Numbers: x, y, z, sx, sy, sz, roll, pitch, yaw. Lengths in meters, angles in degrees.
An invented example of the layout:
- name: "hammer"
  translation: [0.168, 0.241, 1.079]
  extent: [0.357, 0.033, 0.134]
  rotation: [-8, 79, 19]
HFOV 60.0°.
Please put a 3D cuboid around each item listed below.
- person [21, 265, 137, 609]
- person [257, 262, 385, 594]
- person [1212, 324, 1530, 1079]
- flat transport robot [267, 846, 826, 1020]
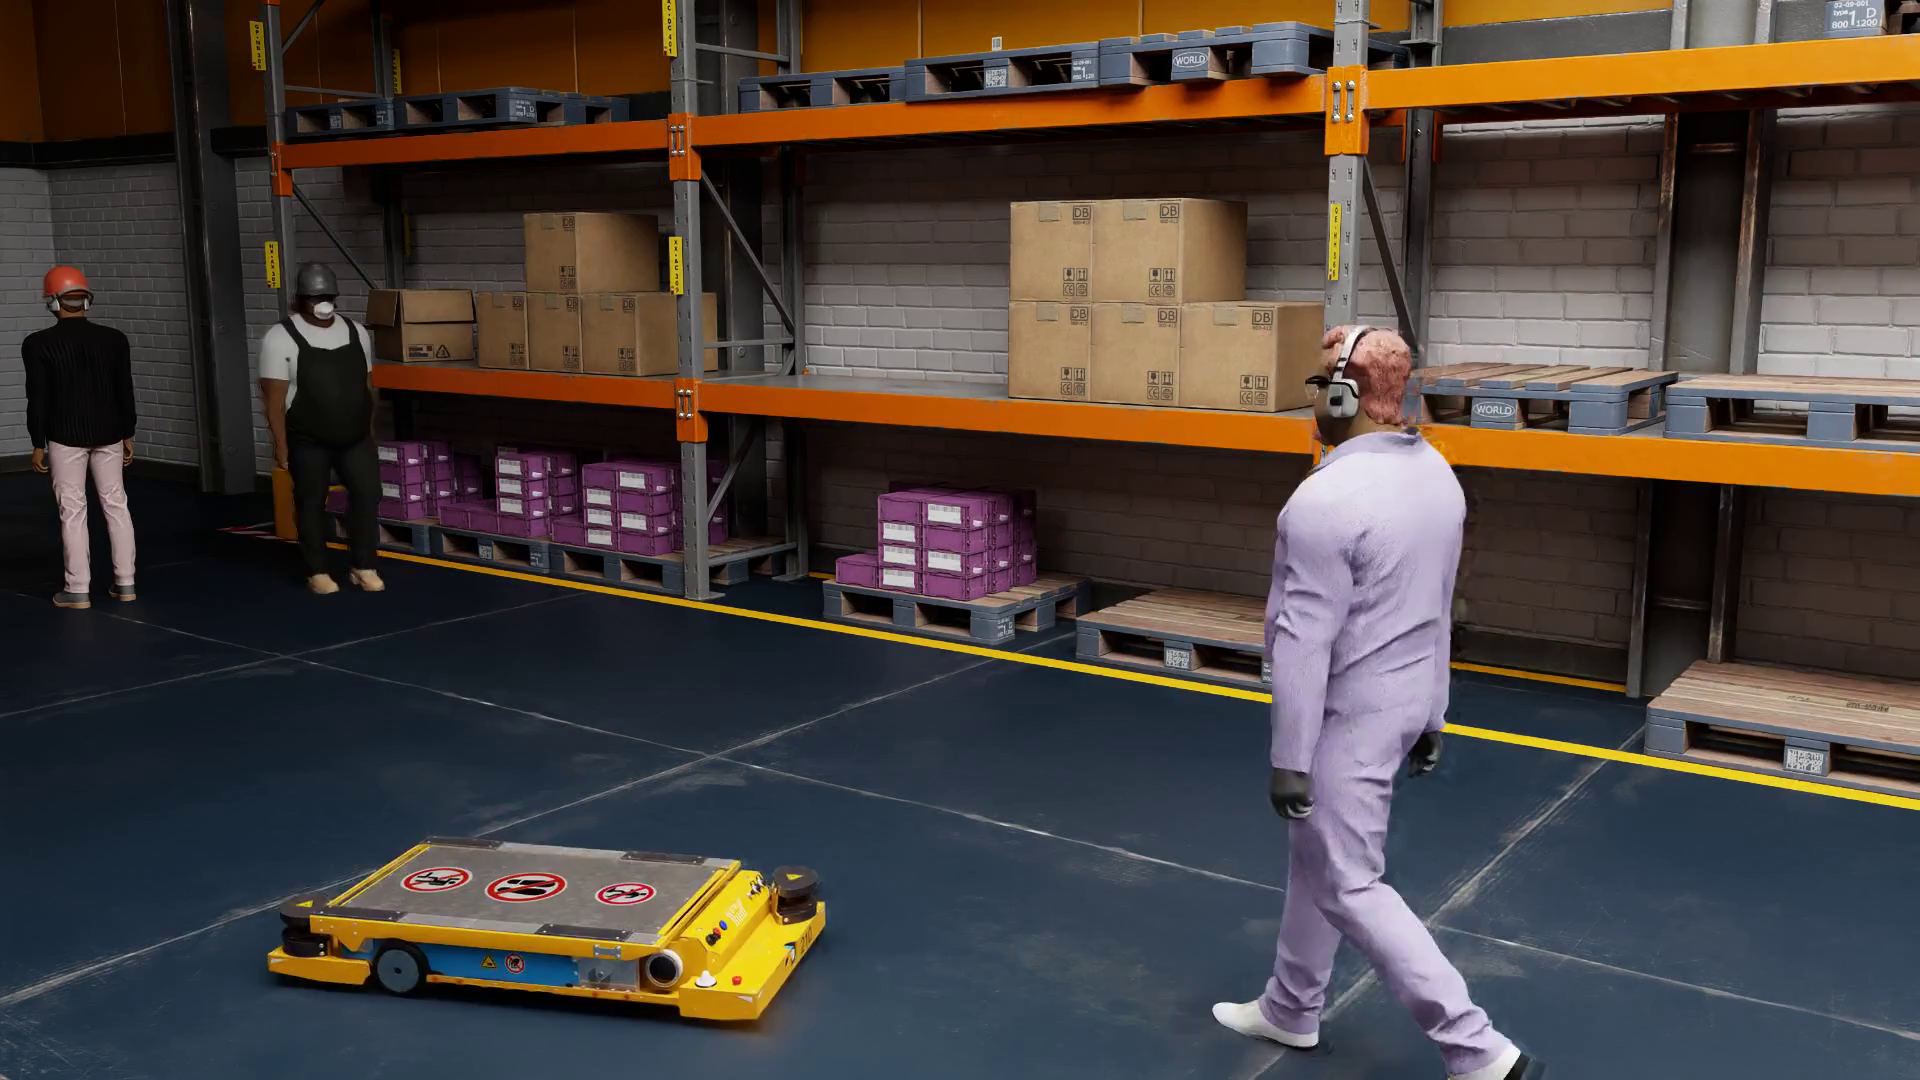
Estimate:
- name: "person"
  translation: [-5.134, -0.598, 9.734]
  extent: [0.376, 1.995, 0.611]
  rotation: [7, 12, 37]
- name: "person"
  translation: [-3.791, -0.663, 9.989]
  extent: [0.705, 2.000, 0.670]
  rotation: [-9, 13, -43]
- name: "person"
  translation: [0.988, 0.431, 3.967]
  extent: [0.857, 1.881, 0.651]
  rotation: [9, 13, 41]
- name: "flat transport robot"
  translation: [-1.165, 1.093, 4.792]
  extent: [1.431, 0.197, 0.652]
  rotation: [2, 10, 12]
